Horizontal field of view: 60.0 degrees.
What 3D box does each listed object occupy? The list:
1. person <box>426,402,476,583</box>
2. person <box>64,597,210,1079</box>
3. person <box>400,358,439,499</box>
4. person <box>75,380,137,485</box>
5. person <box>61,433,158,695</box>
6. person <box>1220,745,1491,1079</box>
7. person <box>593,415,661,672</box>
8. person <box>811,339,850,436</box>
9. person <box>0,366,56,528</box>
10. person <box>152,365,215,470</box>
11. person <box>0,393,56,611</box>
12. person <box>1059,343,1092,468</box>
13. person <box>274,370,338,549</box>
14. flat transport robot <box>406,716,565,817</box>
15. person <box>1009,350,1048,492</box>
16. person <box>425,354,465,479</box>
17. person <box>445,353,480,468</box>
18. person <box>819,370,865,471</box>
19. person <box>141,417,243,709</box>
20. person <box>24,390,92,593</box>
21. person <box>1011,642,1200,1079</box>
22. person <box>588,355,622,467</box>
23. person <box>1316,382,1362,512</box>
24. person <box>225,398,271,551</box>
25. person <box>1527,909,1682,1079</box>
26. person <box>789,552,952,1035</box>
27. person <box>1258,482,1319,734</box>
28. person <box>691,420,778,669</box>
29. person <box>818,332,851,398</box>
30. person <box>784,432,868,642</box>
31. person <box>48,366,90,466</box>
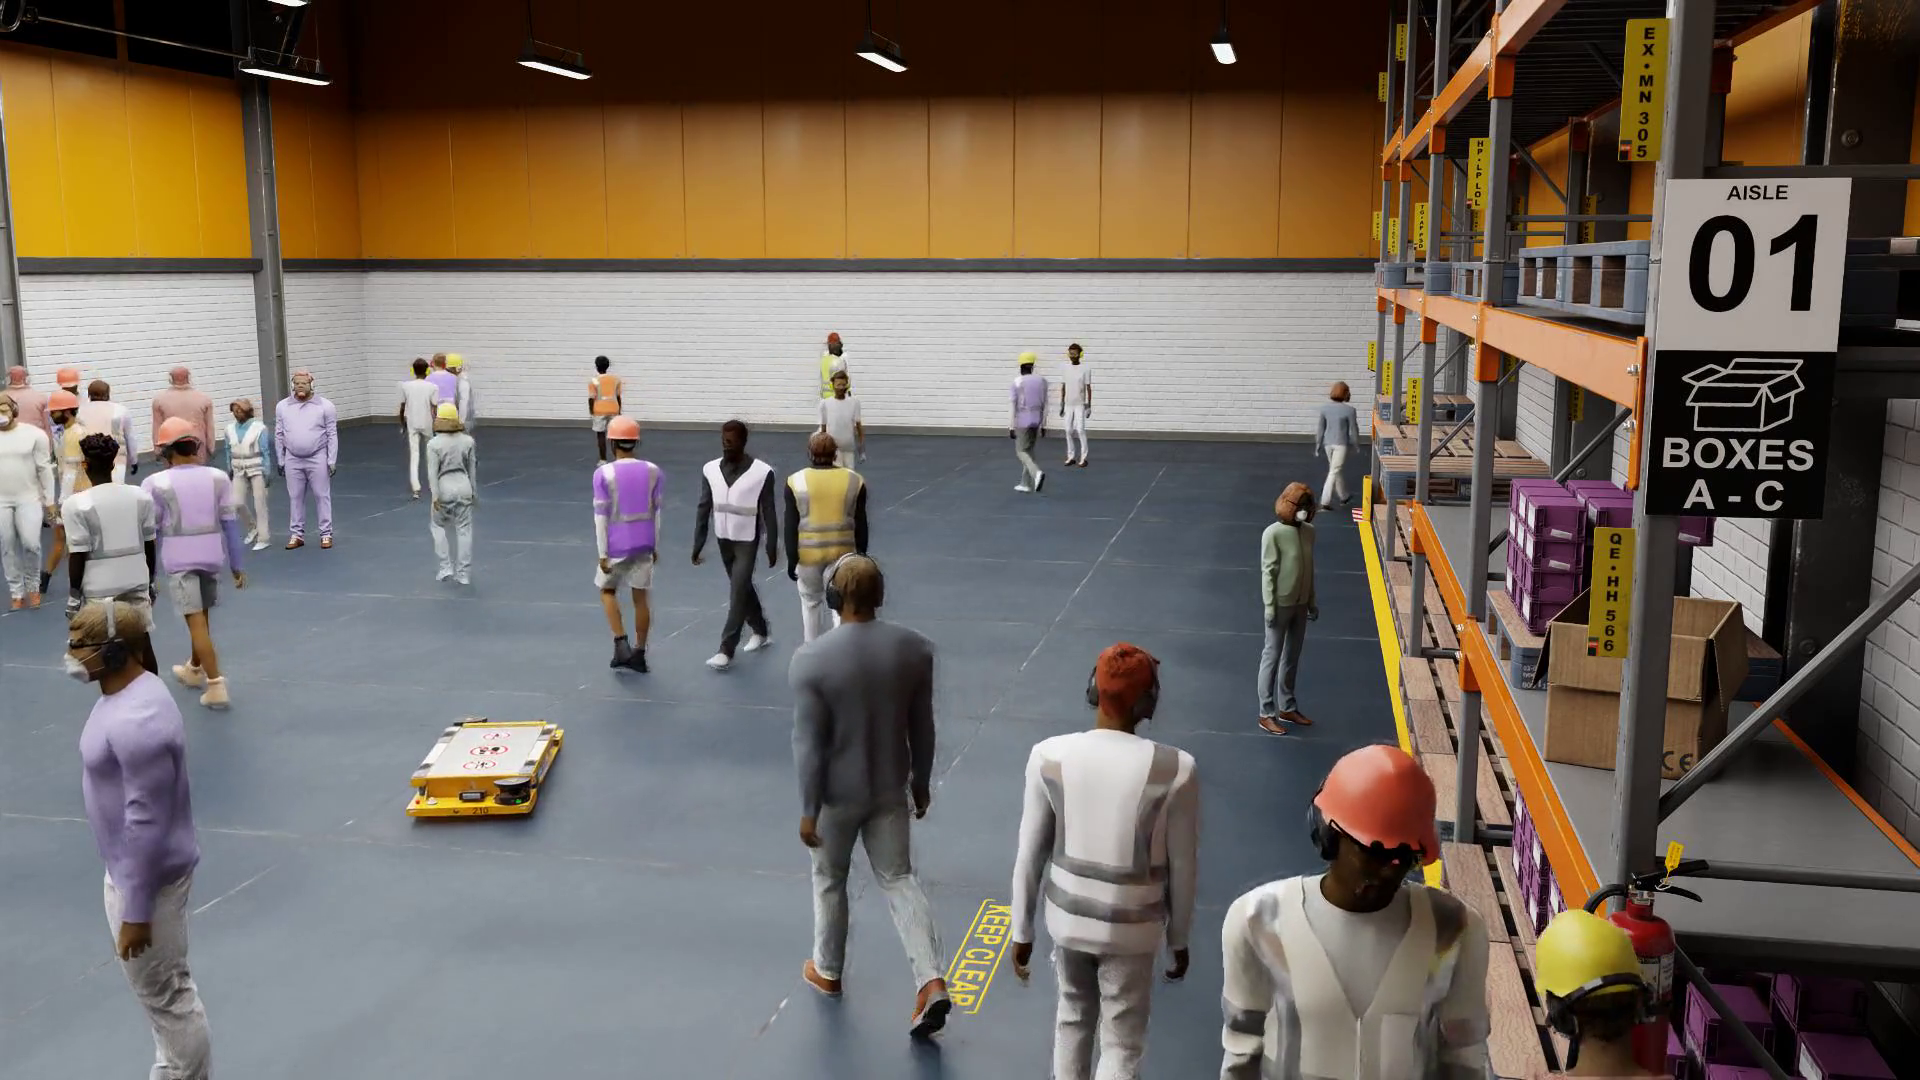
[{"bbox_3d":[-4.837,-0.443,15.837,0.490,1.729,0.465,-6,11,-34],"label":"person"},{"bbox_3d":[-2.782,1.141,5.660,0.358,1.938,0.635,-6,11,-32],"label":"person"},{"bbox_3d":[-7.043,-1.457,21.685,0.534,1.821,0.994,-2,10,-11],"label":"person"},{"bbox_3d":[-9.306,-0.845,18.080,0.641,1.793,0.993,-3,10,-19],"label":"person"},{"bbox_3d":[-5.446,0.290,10.686,0.367,1.967,0.600,6,11,31],"label":"person"},{"bbox_3d":[0.905,1.407,3.907,0.601,1.998,1.013,1,9,6],"label":"person"},{"bbox_3d":[-2.472,0.035,12.371,0.546,1.921,0.423,-6,11,-33],"label":"person"},{"bbox_3d":[-2.071,-2.349,27.038,0.777,1.823,0.631,-6,11,-31],"label":"person"},{"bbox_3d":[-10.604,-1.028,18.863,0.671,1.884,0.477,-3,10,-20],"label":"person"},{"bbox_3d":[-8.870,-1.058,19.039,0.658,1.891,0.555,-5,11,-28],"label":"person"},{"bbox_3d":[-8.253,-0.315,14.472,0.650,1.917,0.524,-4,10,-21],"label":"person"},{"bbox_3d":[1.722,-2.012,24.903,0.525,1.858,0.333,6,11,34],"label":"person"},{"bbox_3d":[-6.973,-0.852,17.737,0.646,1.913,0.409,-1,9,-7],"label":"person"},{"bbox_3d":[-2.741,1.298,9.714,0.652,0.197,1.431,-1,9,-5],"label":"flat transport robot"},{"bbox_3d":[0.936,-1.554,21.974,0.585,1.912,0.722,-6,11,-31],"label":"person"},{"bbox_3d":[-7.282,-1.690,23.151,0.662,1.781,0.907,-9,13,-42],"label":"person"},{"bbox_3d":[-7.040,-1.738,23.386,0.424,1.807,0.616,-5,11,-27],"label":"person"},{"bbox_3d":[-1.361,-1.039,19.081,0.519,1.847,0.795,-3,10,-17],"label":"person"},{"bbox_3d":[-5.332,0.149,11.515,1.026,1.992,0.613,7,12,37],"label":"person"},{"bbox_3d":[-8.198,-0.435,15.301,1.003,1.878,0.571,-5,11,-30],"label":"person"},{"bbox_3d":[0.430,1.255,5.265,0.585,1.851,0.801,4,10,23],"label":"person"},{"bbox_3d":[-5.247,-1.895,24.672,0.550,1.683,0.445,-7,12,-35],"label":"person"},{"bbox_3d":[4.691,-1.157,20.559,0.888,1.583,0.522,-9,13,-42],"label":"person"},{"bbox_3d":[-7.530,-0.692,17.636,0.531,1.625,0.355,1,10,8],"label":"person"},{"bbox_3d":[1.302,1.633,3.345,0.551,1.711,0.619,2,10,9],"label":"person"},{"bbox_3d":[-0.351,1.001,6.611,0.641,1.912,0.925,-6,11,-30],"label":"person"},{"bbox_3d":[2.148,0.432,10.836,0.498,1.633,0.278,-8,12,-40],"label":"person"},{"bbox_3d":[-1.711,0.007,12.730,0.600,1.867,1.038,4,10,24],"label":"person"},{"bbox_3d":[-2.114,-2.564,28.131,0.574,1.885,0.355,2,10,14],"label":"person"},{"bbox_3d":[-0.981,0.106,12.283,0.633,1.811,0.877,-2,10,-13],"label":"person"},{"bbox_3d":[-9.923,-1.020,18.764,0.598,1.903,0.452,-3,10,-17],"label":"person"}]
